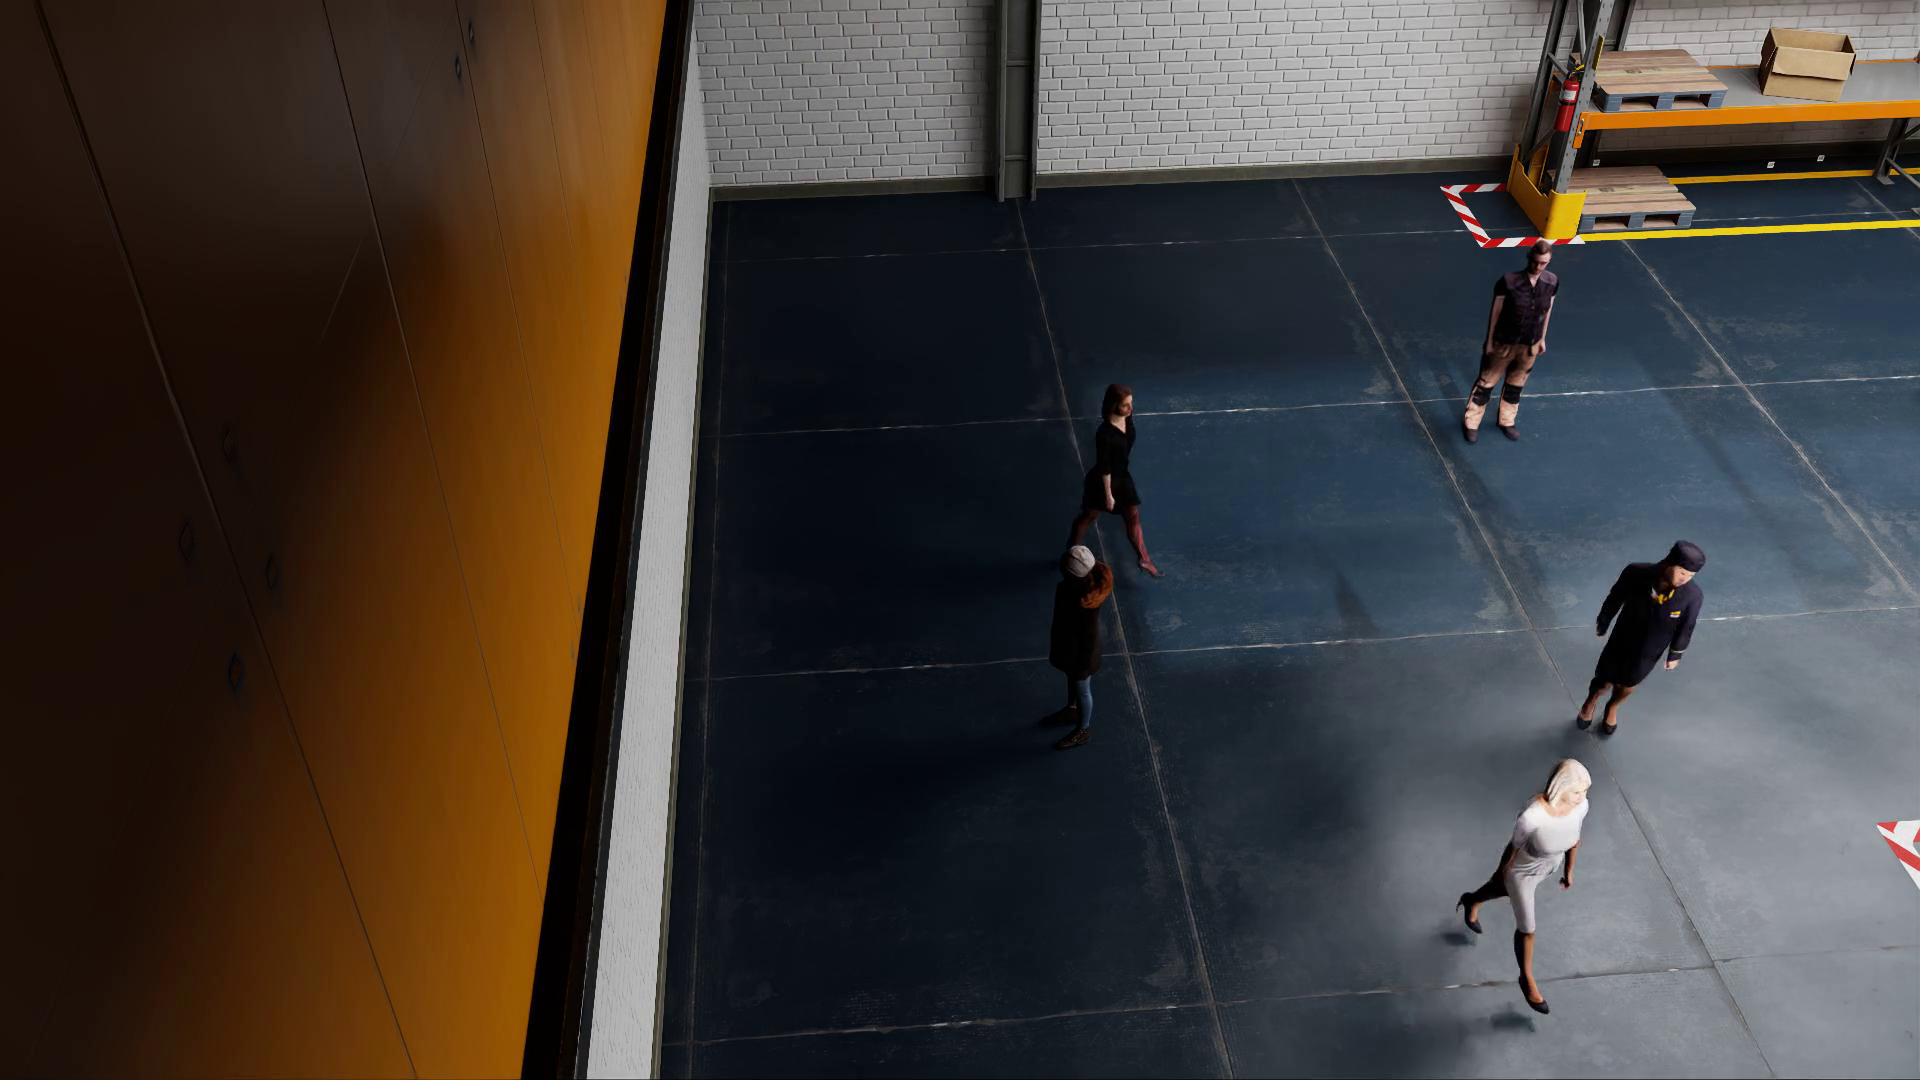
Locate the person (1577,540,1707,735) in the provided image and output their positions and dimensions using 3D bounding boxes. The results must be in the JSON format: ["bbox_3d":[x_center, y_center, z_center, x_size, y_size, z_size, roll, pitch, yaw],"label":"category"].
[{"bbox_3d":[4.418,0.632,10.859,0.785,1.652,0.894,29,47,31],"label":"person"}]

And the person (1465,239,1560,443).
[{"bbox_3d":[4.516,-1.647,13.561,0.503,1.841,0.730,-3,39,-4],"label":"person"}]

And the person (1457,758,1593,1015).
[{"bbox_3d":[3.155,1.793,9.367,1.084,1.699,0.886,-15,41,-18],"label":"person"}]

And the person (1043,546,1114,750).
[{"bbox_3d":[0.770,0.673,10.820,0.623,1.636,0.648,-7,39,-9],"label":"person"}]

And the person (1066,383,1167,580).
[{"bbox_3d":[1.007,-0.445,12.194,1.114,1.668,1.011,23,44,26],"label":"person"}]
